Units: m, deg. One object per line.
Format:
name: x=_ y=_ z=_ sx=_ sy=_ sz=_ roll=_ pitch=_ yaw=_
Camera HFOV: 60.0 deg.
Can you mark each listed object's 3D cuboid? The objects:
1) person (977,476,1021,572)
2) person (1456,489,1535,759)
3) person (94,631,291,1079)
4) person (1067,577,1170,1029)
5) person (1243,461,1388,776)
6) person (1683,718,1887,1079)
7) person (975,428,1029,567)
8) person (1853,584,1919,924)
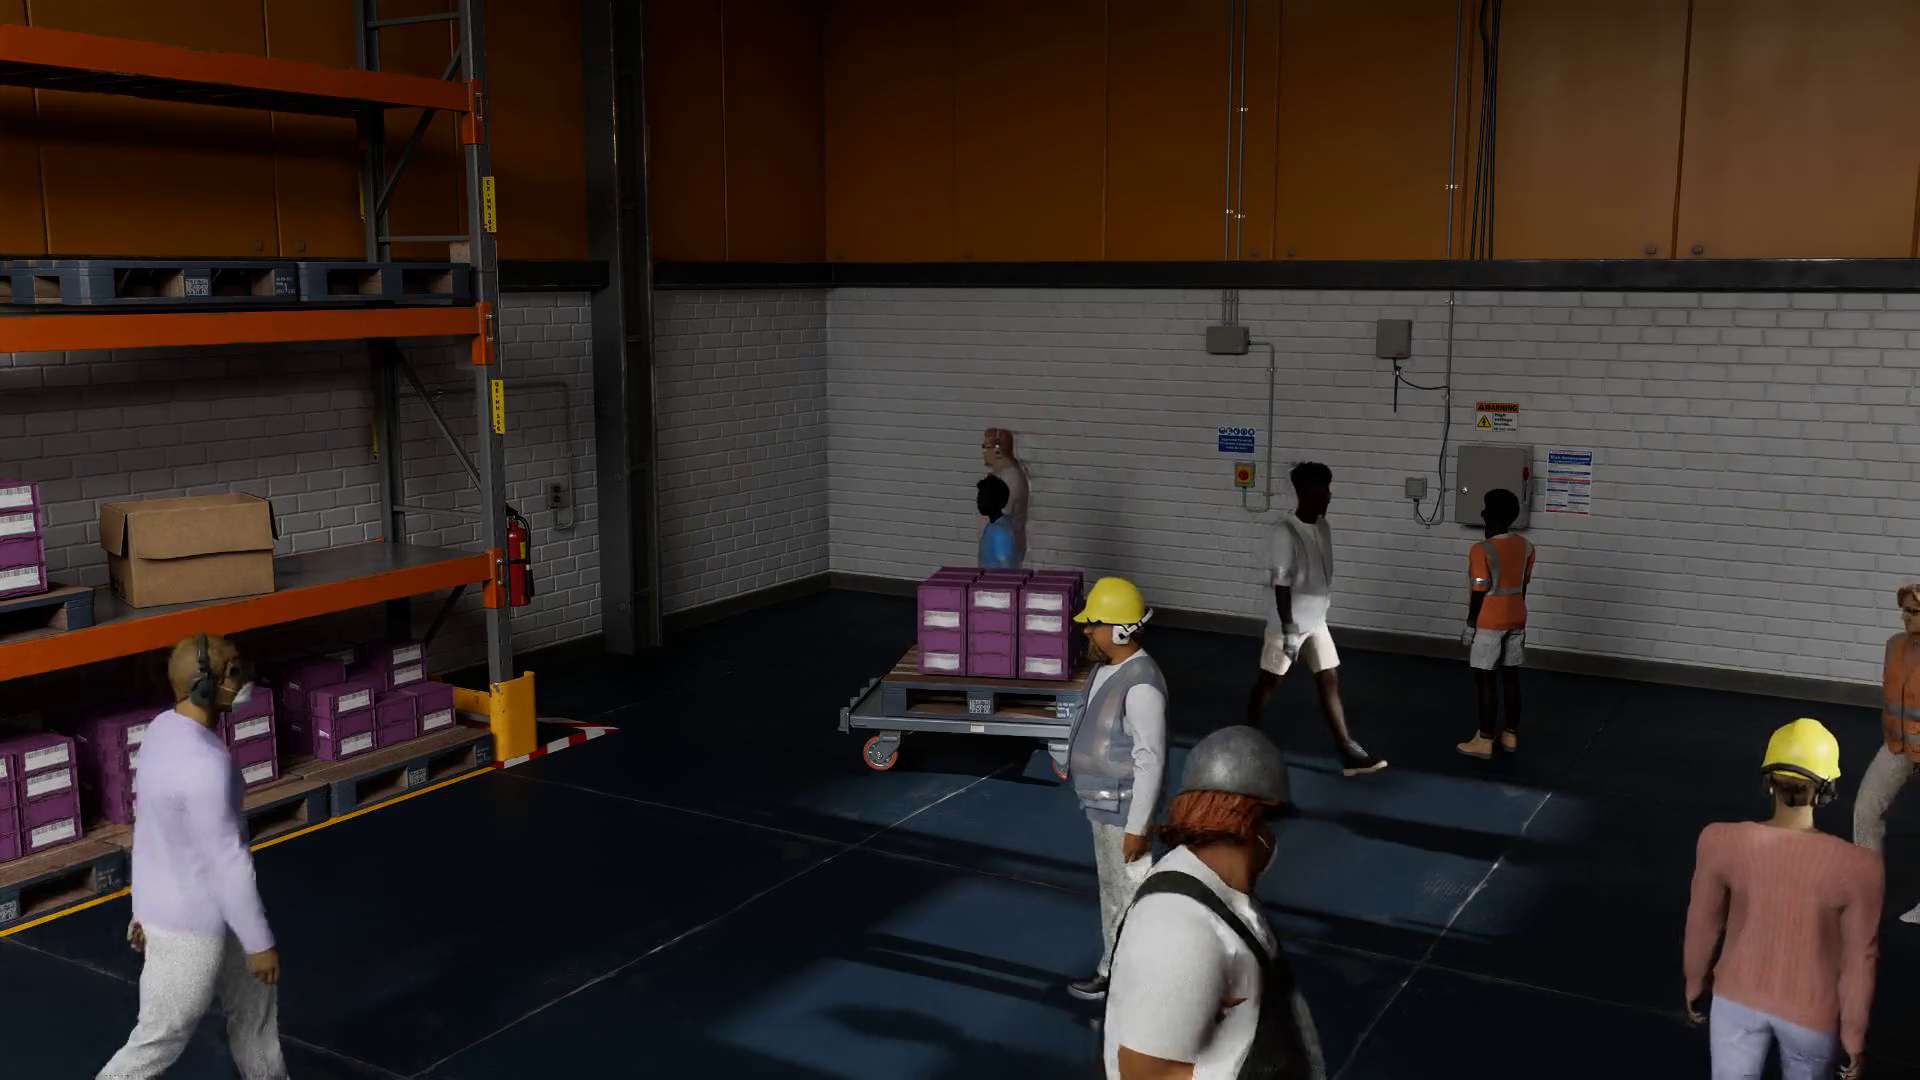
person: x=0.251 y=0.371 z=11.521 sx=0.919 sy=1.643 sz=0.532 roll=1 pitch=9 yaw=6
person: x=3.358 y=0.523 z=10.429 sx=0.532 sy=1.696 sz=0.319 roll=-6 pitch=11 yaw=-33
person: x=-2.567 y=1.237 z=5.415 sx=1.013 sy=1.894 sz=0.652 roll=-6 pitch=11 yaw=-31
person: x=0.632 y=1.051 z=6.709 sx=0.403 sy=1.831 sz=0.595 roll=-2 pitch=9 yaw=-10
person: x=2.099 y=0.476 z=10.063 sx=1.020 sy=1.908 sz=0.621 roll=9 pitch=13 yaw=43
person: x=2.418 y=1.385 z=4.955 sx=0.532 sy=1.728 sz=0.883 roll=6 pitch=11 yaw=34
person: x=0.335 y=0.104 z=12.457 sx=0.460 sy=1.892 sz=0.644 roll=1 pitch=9 yaw=7
person: x=4.364 y=1.004 z=7.681 sx=0.627 sy=1.618 sz=0.519 roll=-3 pitch=9 yaw=-16
